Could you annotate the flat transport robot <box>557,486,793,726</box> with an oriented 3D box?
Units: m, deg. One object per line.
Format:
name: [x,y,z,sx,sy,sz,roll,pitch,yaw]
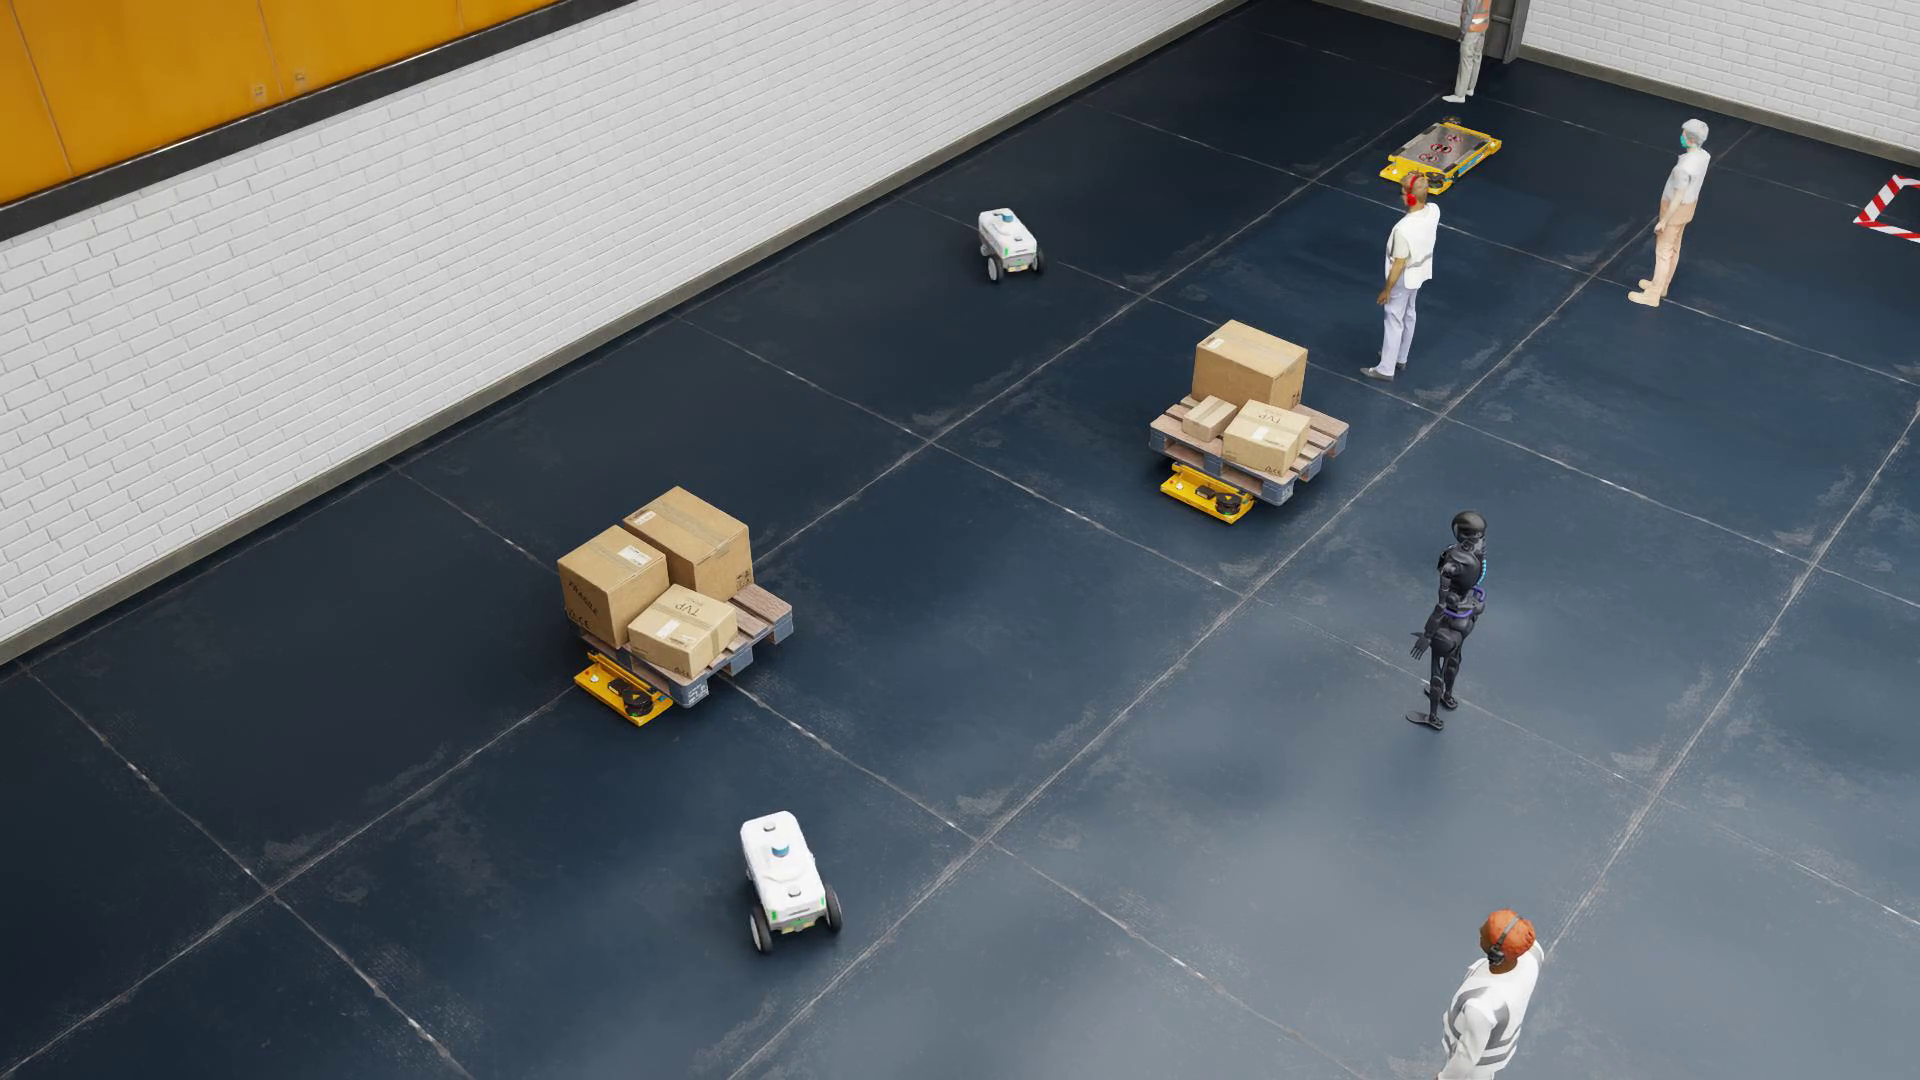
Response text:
flat transport robot: [-1.887,0.697,11.421,0.659,0.231,1.431,28,46,30]

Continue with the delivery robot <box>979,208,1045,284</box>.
delivery robot: [0.454,-2.783,15.501,0.519,0.580,0.739,-14,41,-16]

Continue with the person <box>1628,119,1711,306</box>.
person: [6.315,-2.894,14.707,0.321,1.739,0.471,28,47,30]

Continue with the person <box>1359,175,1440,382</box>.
person: [3.660,-2.143,13.696,0.391,1.838,0.563,28,47,30]

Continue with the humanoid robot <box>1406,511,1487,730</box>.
humanoid robot: [3.107,0.494,10.542,0.315,1.653,0.599,28,46,30]

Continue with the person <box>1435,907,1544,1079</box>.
person: [2.469,2.423,7.995,0.356,1.882,0.572,28,47,30]

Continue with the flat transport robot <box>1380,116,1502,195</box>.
flat transport robot: [4.999,-3.988,17.237,0.659,0.231,1.431,28,46,30]

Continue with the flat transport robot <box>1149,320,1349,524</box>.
flat transport robot: [2.256,-0.645,13.087,0.659,0.231,1.431,28,46,30]

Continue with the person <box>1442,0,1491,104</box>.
person: [5.591,-5.575,18.113,0.306,1.639,0.510,28,47,30]

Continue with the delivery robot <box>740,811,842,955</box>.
delivery robot: [-1.010,1.950,9.626,0.519,0.580,0.739,-14,41,-16]
